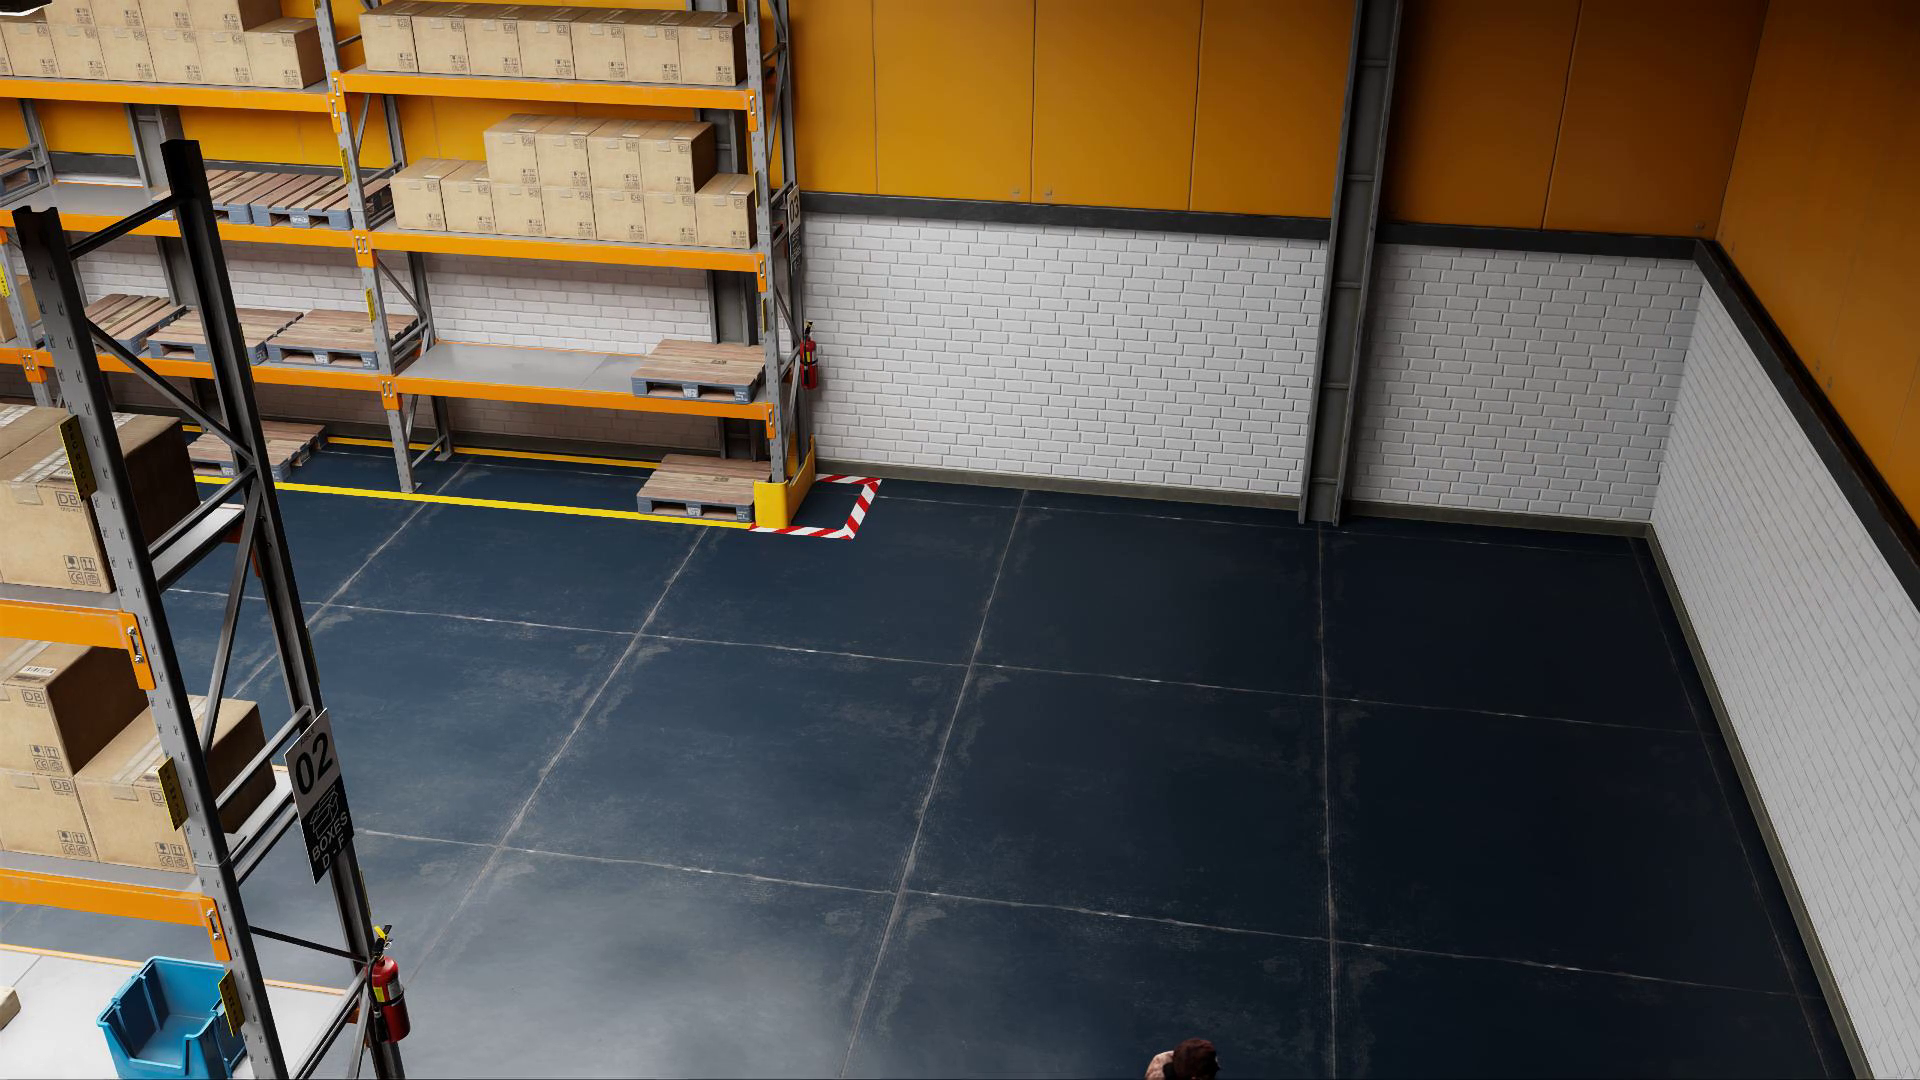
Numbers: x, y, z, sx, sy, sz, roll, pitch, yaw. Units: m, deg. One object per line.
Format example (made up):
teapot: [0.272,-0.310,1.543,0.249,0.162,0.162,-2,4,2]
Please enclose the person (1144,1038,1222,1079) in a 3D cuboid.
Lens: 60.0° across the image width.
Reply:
person: [1.121,3.241,8.463,0.780,1.847,0.829,-4,29,-7]
